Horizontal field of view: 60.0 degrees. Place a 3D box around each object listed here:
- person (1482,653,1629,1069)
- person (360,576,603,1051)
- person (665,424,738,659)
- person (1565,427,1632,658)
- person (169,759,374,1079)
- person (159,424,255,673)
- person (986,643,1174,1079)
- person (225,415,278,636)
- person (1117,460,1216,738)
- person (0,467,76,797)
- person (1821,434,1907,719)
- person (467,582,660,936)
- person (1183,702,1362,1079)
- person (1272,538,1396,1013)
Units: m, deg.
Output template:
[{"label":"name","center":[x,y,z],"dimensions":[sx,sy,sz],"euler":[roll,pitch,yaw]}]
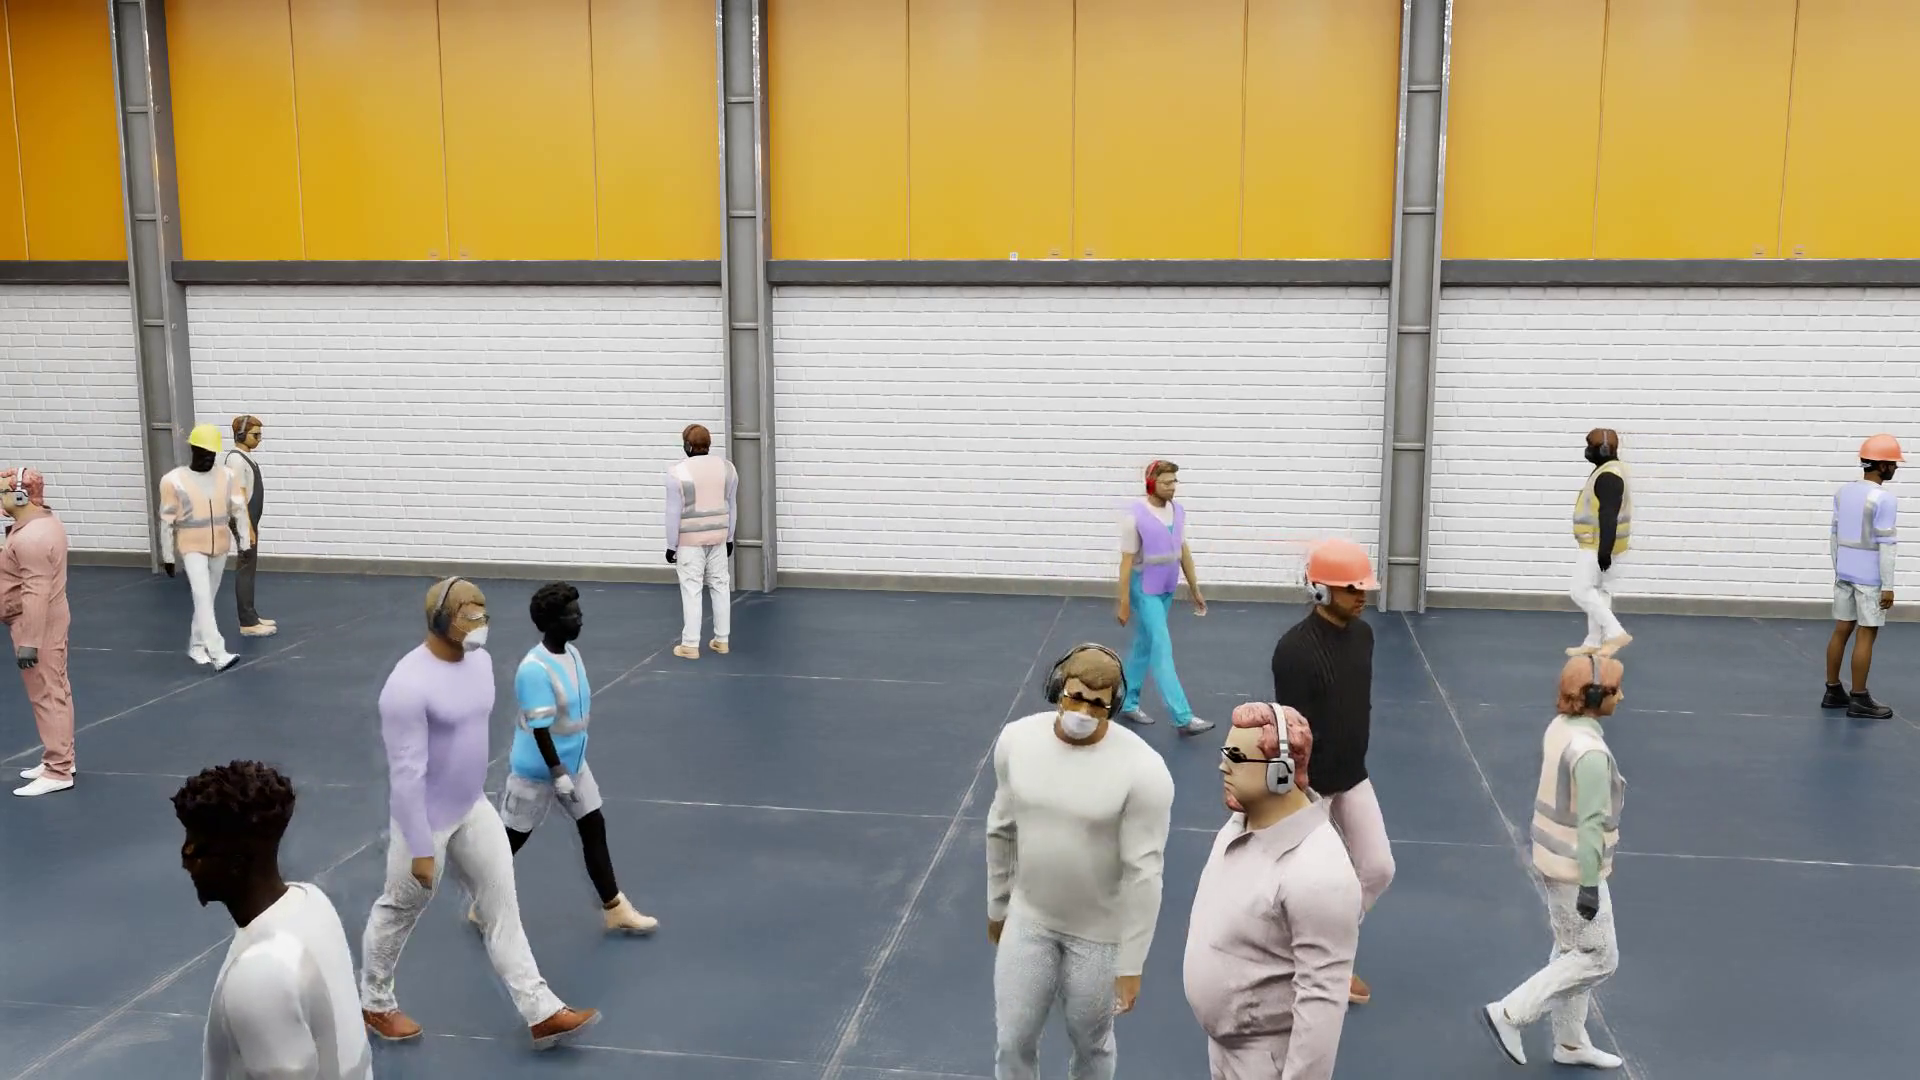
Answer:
[{"label":"person","center":[2.269,1.220,6.229],"dimensions":[0.459,1.623,0.532],"euler":[1,9,6]},{"label":"person","center":[-1.938,1.072,6.410],"dimensions":[1.070,1.869,0.665],"euler":[3,10,19]},{"label":"person","center":[-2.047,0.007,13.064],"dimensions":[0.626,1.846,0.429],"euler":[-7,12,-38]},{"label":"person","center":[4.953,0.042,12.885],"dimensions":[0.439,1.831,0.652],"euler":[3,10,20]},{"label":"person","center":[-1.667,1.454,3.883],"dimensions":[0.944,1.918,0.633],"euler":[-1,9,-9]},{"label":"person","center":[-5.673,0.068,12.599],"dimensions":[0.989,1.866,0.588],"euler":[8,12,40]},{"label":"person","center":[0.356,1.239,5.275],"dimensions":[0.664,1.901,0.622],"euler":[5,10,27]},{"label":"person","center":[-5.936,-0.123,13.877],"dimensions":[0.344,1.839,0.504],"euler":[-4,10,-21]},{"label":"person","center":[1.369,0.382,10.877],"dimensions":[0.926,1.805,0.572],"euler":[8,12,39]},{"label":"person","center":[-5.393,0.523,9.683],"dimensions":[0.409,1.909,0.640],"euler":[-4,10,-22]},{"label":"person","center":[6.183,0.240,11.334],"dimensions":[0.373,1.934,0.551],"euler":[-1,9,-9]},{"label":"person","center":[-1.857,1.001,7.492],"dimensions":[0.876,1.654,0.530],"euler":[2,9,13]},{"label":"person","center":[0.799,1.366,4.477],"dimensions":[0.406,1.911,0.638],"euler":[-2,9,-10]},{"label":"person","center":[1.504,0.969,6.710],"dimensions":[0.635,1.974,0.492],"euler":[-7,12,-38]}]
